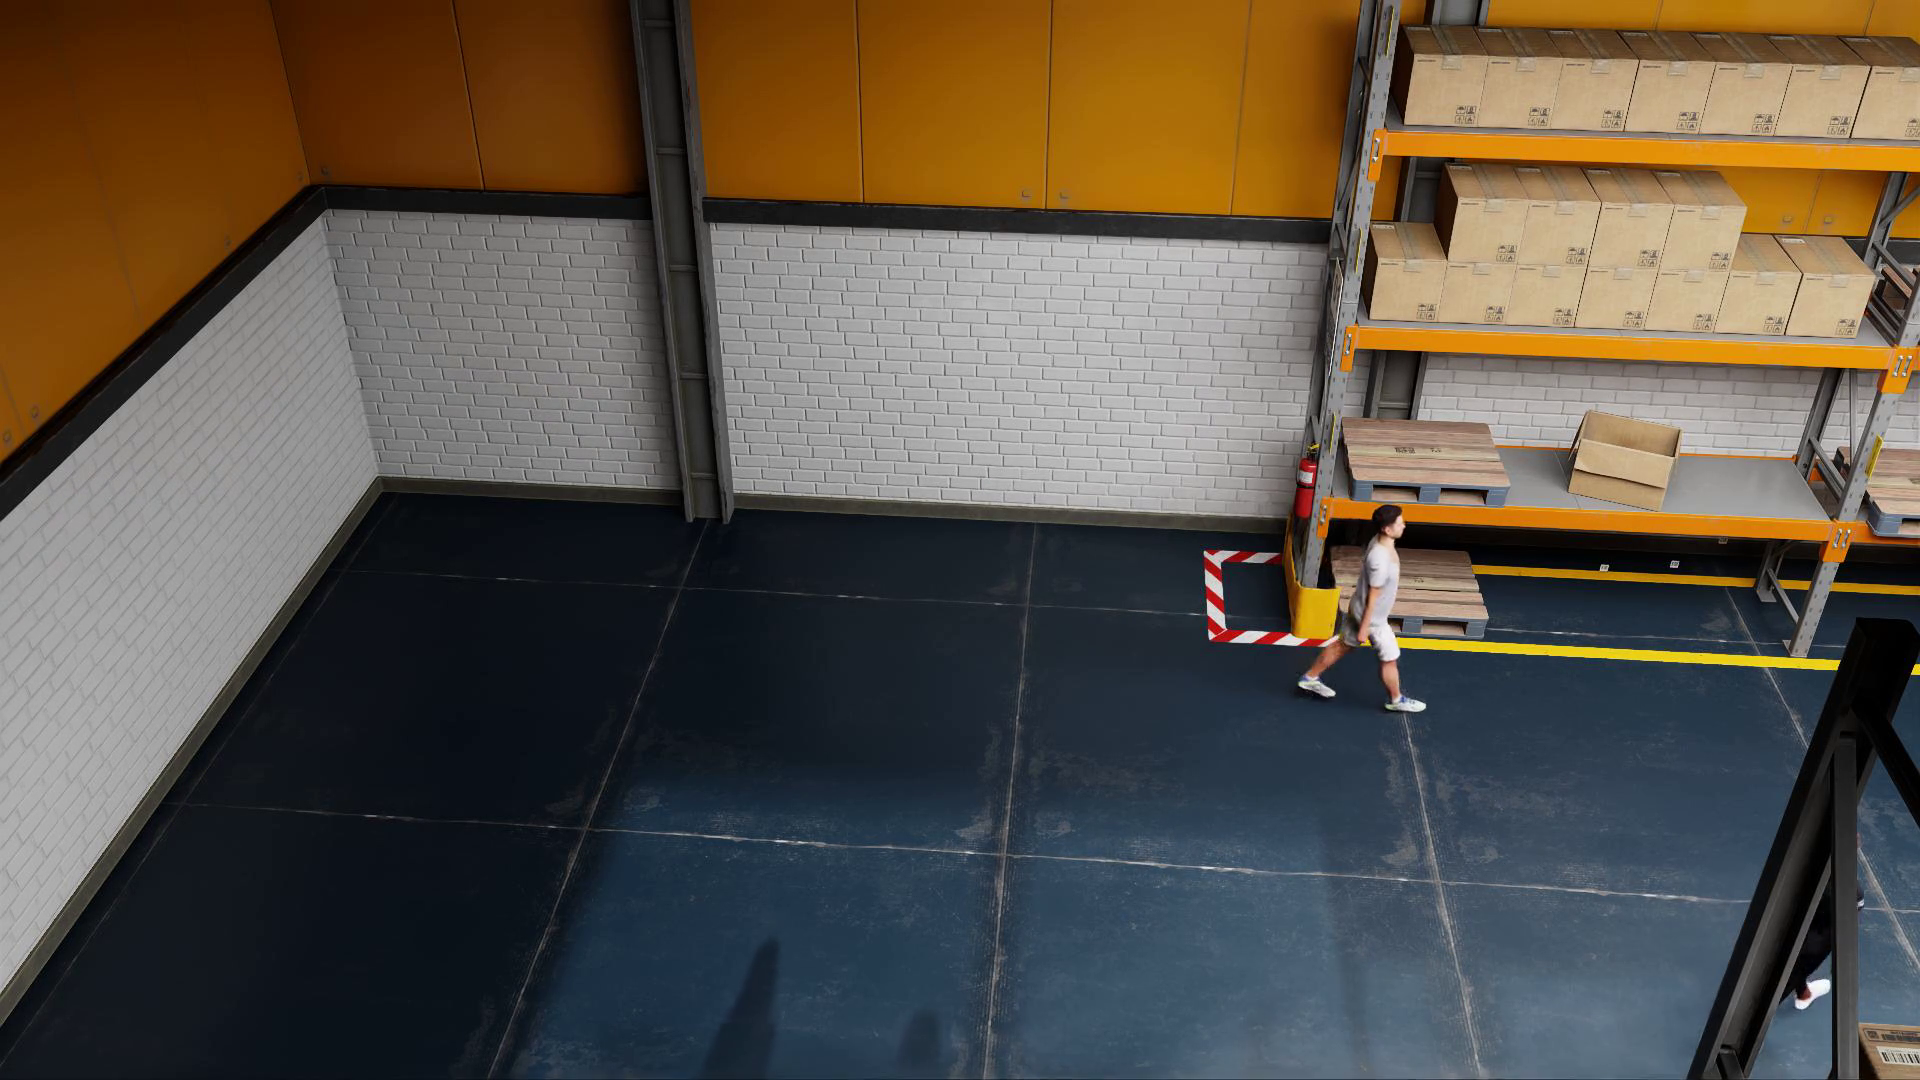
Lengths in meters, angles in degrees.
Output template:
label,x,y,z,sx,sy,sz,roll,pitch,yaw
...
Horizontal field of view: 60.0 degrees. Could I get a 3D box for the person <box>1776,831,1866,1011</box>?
label,x,y,z,sx,sy,sz,roll,pitch,yaw
person,4.940,2.412,9.851,1.277,1.677,1.029,-15,36,-21

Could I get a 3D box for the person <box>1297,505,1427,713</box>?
label,x,y,z,sx,sy,sz,roll,pitch,yaw
person,3.005,0.528,12.564,1.234,1.812,0.775,6,34,9
